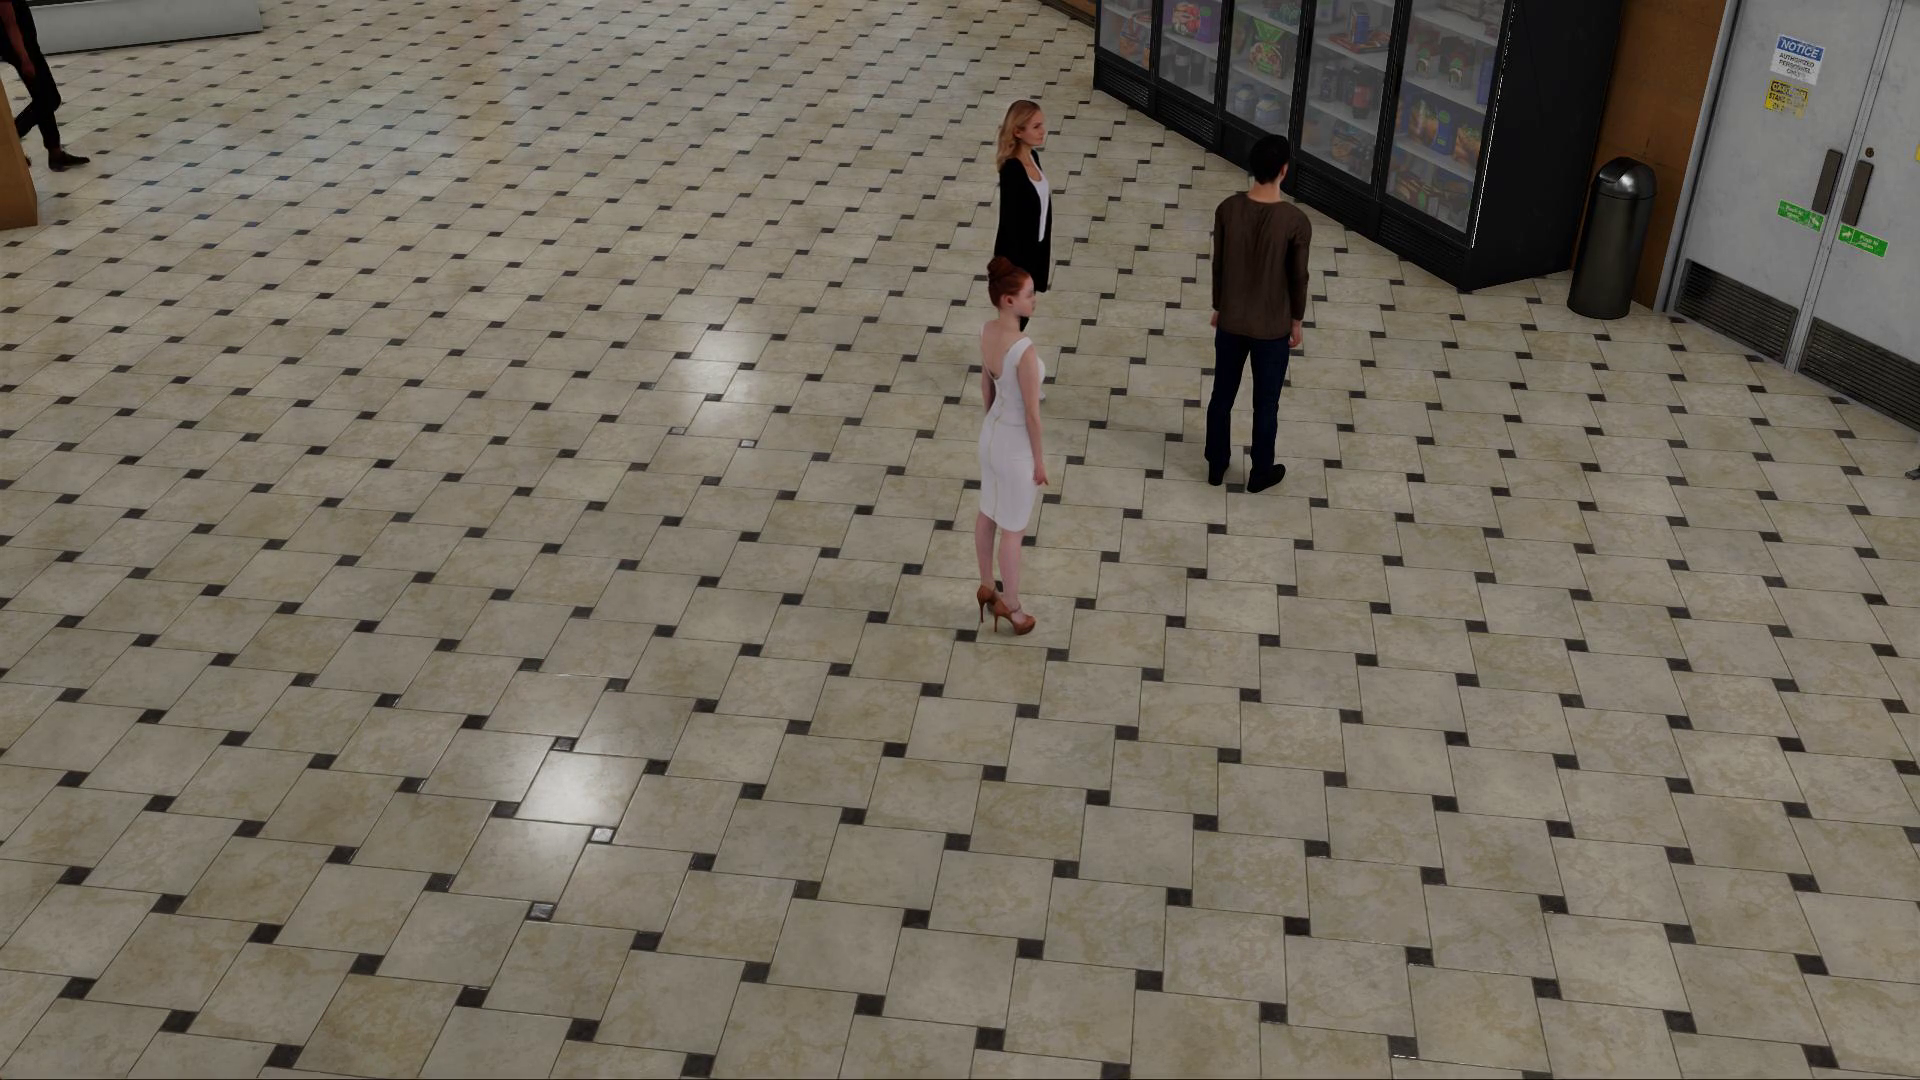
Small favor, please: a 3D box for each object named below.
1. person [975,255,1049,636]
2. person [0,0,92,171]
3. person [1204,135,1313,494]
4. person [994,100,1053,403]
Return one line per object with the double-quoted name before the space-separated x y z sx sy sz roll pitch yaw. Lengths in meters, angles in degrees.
"person" 0.198 -0.388 7.320 0.491 1.794 0.574 -16 35 -24
"person" -7.176 -3.660 12.562 0.824 1.810 0.665 -14 35 -21
"person" 1.486 -1.122 8.410 0.737 1.887 0.768 15 35 23
"person" 0.322 -1.524 9.139 0.726 1.801 0.665 11 33 16
